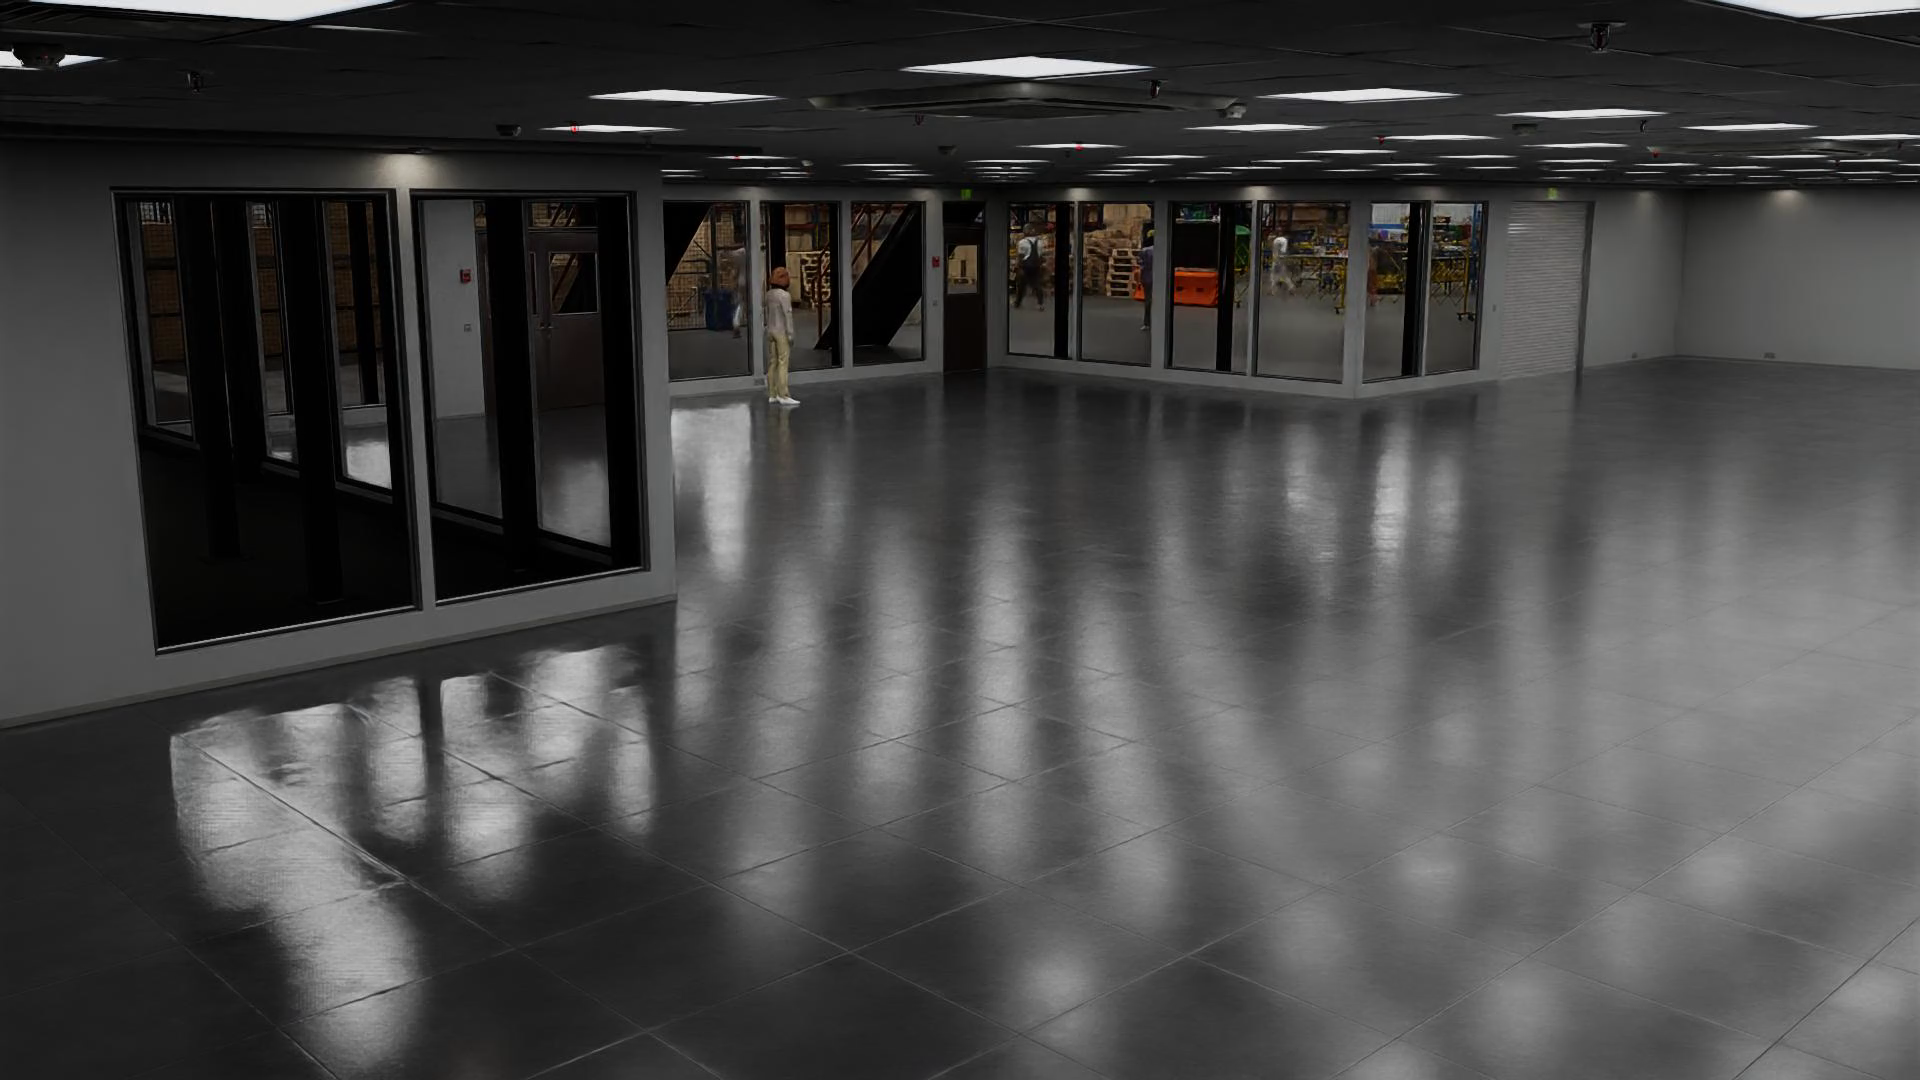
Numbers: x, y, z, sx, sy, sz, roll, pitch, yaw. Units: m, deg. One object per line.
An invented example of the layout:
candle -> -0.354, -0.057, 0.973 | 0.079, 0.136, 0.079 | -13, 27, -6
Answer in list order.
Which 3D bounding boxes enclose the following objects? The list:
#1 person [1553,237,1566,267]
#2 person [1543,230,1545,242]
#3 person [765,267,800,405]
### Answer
person -> 16.979, -8.006, 47.185 | 0.317, 1.866, 0.557 | -5, 12, -25
person -> 27.529, -14.155, 77.931 | 0.644, 1.885, 0.439 | 0, 11, 2
person -> -2.136, -2.429, 19.817 | 0.279, 1.634, 0.498 | -9, 14, -38
